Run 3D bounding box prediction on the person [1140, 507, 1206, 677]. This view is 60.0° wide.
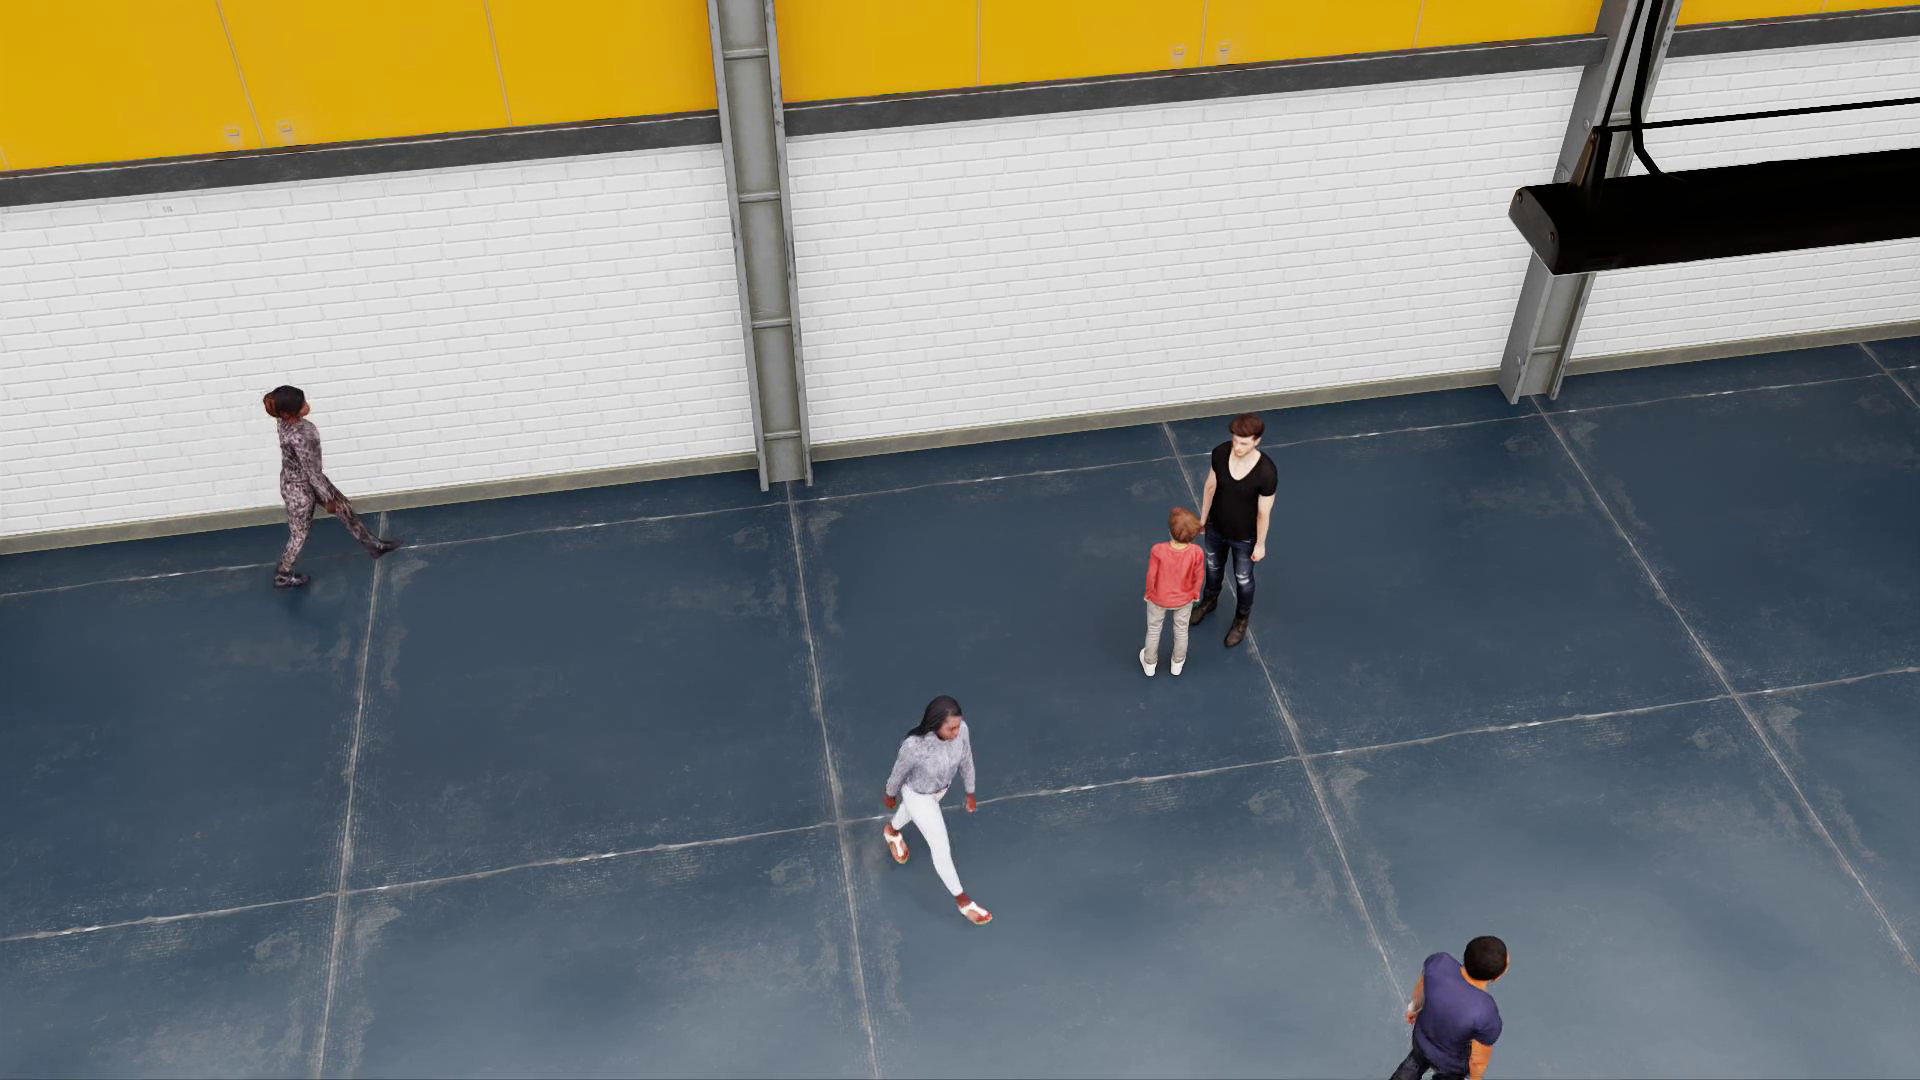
[{"bbox_3d":[1.372,0.345,10.772,0.488,1.414,0.621,1,44,1],"label":"person"}]

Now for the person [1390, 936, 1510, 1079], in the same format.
[{"bbox_3d":[2.326,2.524,8.221,0.948,1.778,0.836,-25,49,-24],"label":"person"}]

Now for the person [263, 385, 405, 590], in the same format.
[{"bbox_3d":[-4.537,-0.322,11.287,1.197,1.669,0.770,-20,47,-20],"label":"person"}]

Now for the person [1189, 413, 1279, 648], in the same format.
[{"bbox_3d":[1.809,-0.103,10.896,0.734,1.892,0.775,30,51,27],"label":"person"}]

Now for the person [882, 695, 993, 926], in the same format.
[{"bbox_3d":[-0.251,1.405,9.486,1.194,1.652,1.062,-25,49,-24],"label":"person"}]
